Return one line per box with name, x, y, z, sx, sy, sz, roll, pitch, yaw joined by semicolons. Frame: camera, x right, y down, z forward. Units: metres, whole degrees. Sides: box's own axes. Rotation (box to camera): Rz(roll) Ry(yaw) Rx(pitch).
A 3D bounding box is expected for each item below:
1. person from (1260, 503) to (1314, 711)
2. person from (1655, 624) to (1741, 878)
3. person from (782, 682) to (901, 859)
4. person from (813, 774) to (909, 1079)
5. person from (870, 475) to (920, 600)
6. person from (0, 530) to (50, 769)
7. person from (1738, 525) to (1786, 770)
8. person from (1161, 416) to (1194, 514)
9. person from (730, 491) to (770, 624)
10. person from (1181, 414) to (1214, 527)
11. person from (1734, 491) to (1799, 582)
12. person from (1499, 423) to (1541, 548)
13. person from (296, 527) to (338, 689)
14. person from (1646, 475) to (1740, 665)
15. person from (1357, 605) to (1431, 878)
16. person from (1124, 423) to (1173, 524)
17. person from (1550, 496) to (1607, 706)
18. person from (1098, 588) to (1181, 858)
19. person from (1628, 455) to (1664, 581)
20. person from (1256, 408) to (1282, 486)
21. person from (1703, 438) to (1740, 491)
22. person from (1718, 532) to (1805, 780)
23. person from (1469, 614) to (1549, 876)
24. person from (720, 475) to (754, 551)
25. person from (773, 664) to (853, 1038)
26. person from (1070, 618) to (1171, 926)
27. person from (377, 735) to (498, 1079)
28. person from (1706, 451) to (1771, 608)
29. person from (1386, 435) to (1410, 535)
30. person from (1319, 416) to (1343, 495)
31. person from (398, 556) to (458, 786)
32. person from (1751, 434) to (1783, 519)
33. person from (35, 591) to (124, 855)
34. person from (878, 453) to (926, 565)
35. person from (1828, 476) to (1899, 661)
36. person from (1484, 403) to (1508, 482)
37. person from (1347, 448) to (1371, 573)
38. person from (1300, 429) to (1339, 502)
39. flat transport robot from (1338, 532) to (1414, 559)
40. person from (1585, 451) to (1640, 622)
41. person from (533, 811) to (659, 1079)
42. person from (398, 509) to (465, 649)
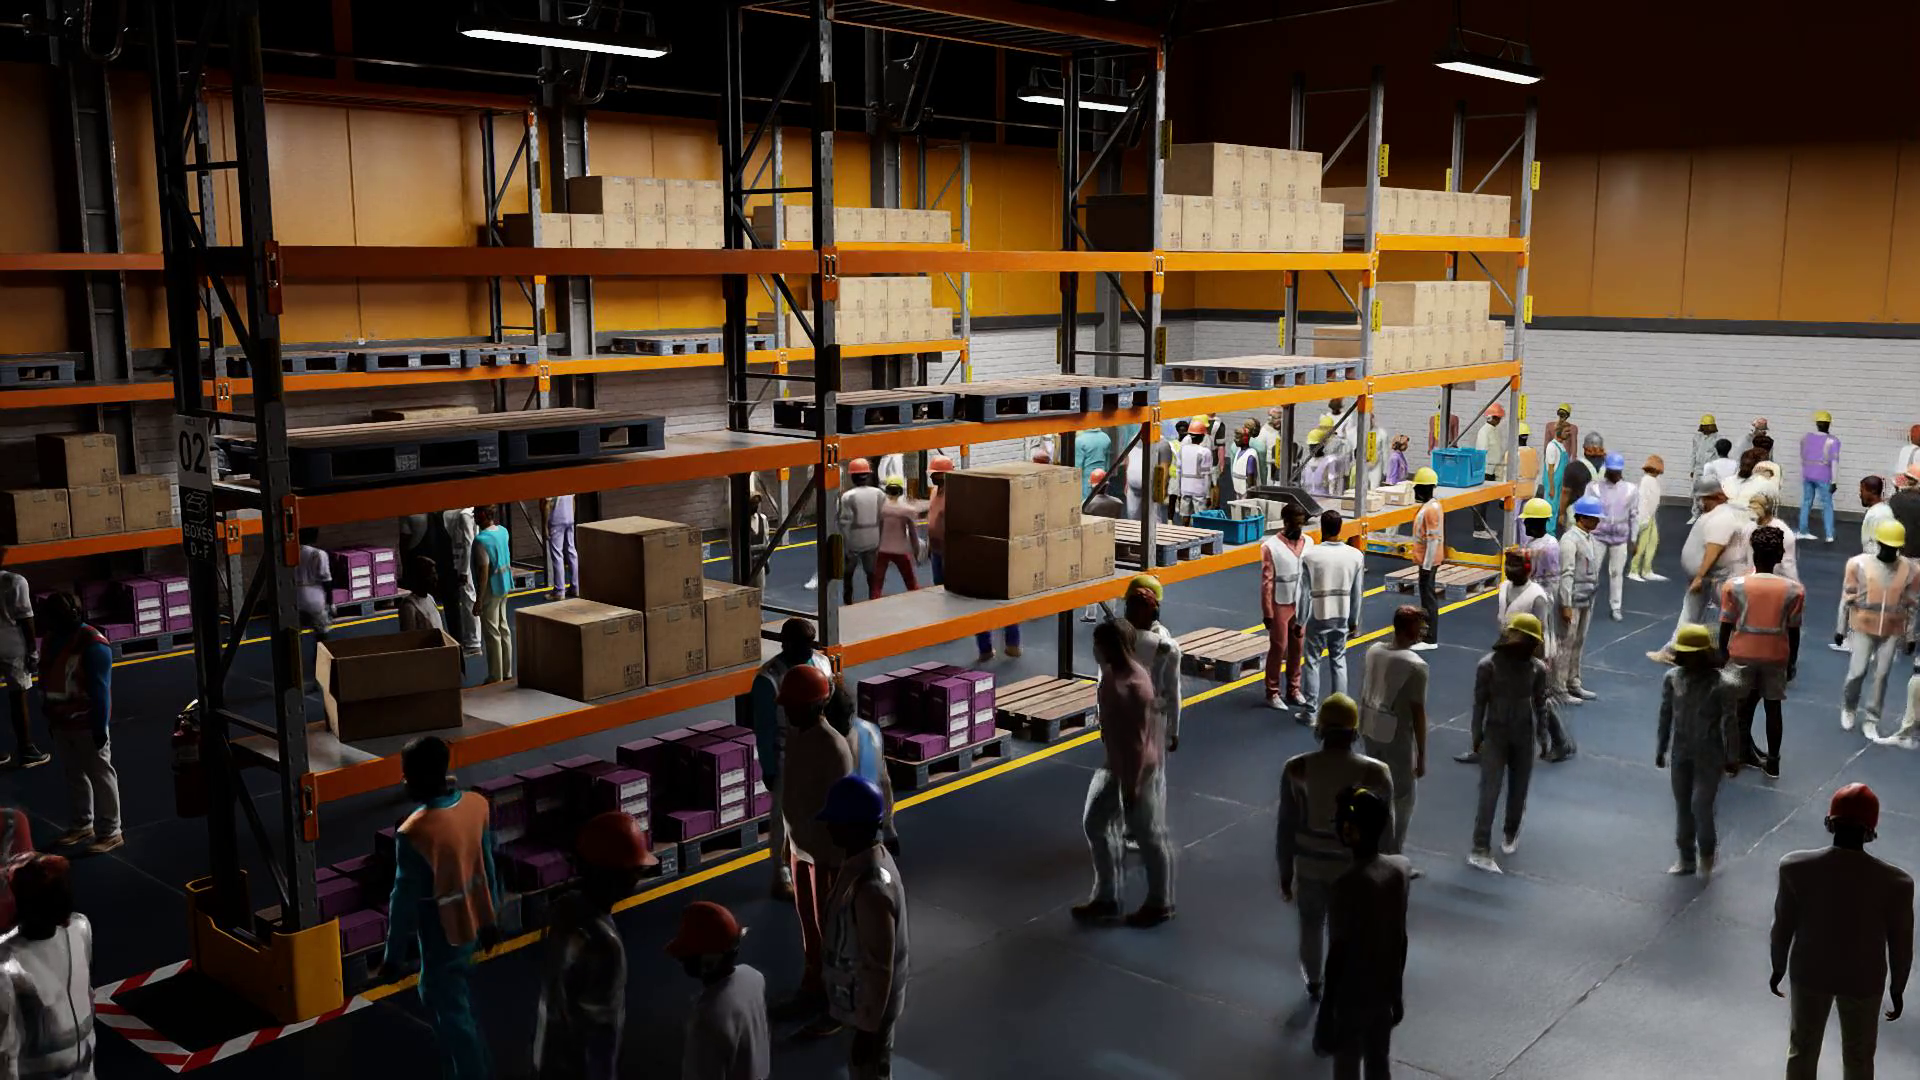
person;2.966;0.597;15.125;0.603;1.906;0.399;-6;11;-32
person;4.838;1.392;10.927;0.451;1.719;0.523;-8;12;-38
person;-0.603;1.665;9.102;0.667;1.807;0.567;-8;12;-40
person;-0.413;1.932;7.025;0.389;1.946;0.614;-1;10;-8
person;-0.666;0.141;18.429;0.711;1.724;0.496;0;10;-2
person;-7.678;0.869;13.317;0.607;1.967;0.367;0;10;1
person;6.455;0.852;13.416;0.367;1.966;0.606;5;11;27
person;3.464;-1.441;26.929;0.627;2.026;0.538;1;10;4
person;-2.251;0.277;17.862;0.522;1.632;0.314;-9;13;-44
person;3.447;-0.897;24.034;0.592;1.916;0.424;-7;12;-35
person;7.618;0.487;15.760;0.544;1.911;0.697;-2;10;-12
person;7.501;-0.614;22.333;0.593;1.915;0.392;-5;11;-26
person;-6.172;0.611;15.734;0.545;1.665;0.414;2;10;10
person;7.518;0.288;16.566;1.064;2.000;0.691;1;10;8
person;2.856;1.330;10.994;0.441;1.823;0.585;-4;10;-23
person;2.562;-0.785;22.970;0.694;2.000;0.537;7;12;37
person;5.687;0.550;15.312;0.414;1.940;0.606;8;13;41
person;1.212;1.254;11.290;0.577;1.877;0.352;3;10;20
person;8.768;-0.265;21.204;0.305;1.632;0.529;7;12;35
person;4.701;-1.040;24.940;0.656;1.893;0.399;-7;12;-37
person;10.348;-0.544;22.586;0.548;1.672;0.476;2;10;13
person;6.297;0.909;13.123;0.602;1.957;0.385;3;10;16
person;3.708;1.354;11.245;0.567;1.688;0.622;-1;10;-4
person;-2.754;-0.296;20.737;0.434;1.829;0.778;1;10;6
person;-0.779;1.620;8.790;0.408;1.985;0.620;-6;11;-31
person;0.962;1.427;10.149;0.766;1.900;0.767;-2;10;-12
person;-2.462;1.834;7.767;0.613;1.897;0.587;2;10;13
person;9.038;-0.097;19.349;0.772;1.878;0.608;-6;11;-30
person;6.196;-0.685;23.600;0.319;1.631;0.524;4;10;22
person;5.549;-1.013;25.236;0.484;1.738;0.320;0;10;-2
person;-4.083;1.032;12.706;0.345;1.846;0.508;0;10;-1
person;9.839;-0.317;20.449;0.606;1.957;0.388;-6;11;-32
person;-6.082;1.250;11.458;0.624;1.835;0.431;5;11;28
person;-0.853;-0.574;22.246;0.660;1.865;0.576;-4;10;-20
person;9.348;0.283;17.102;0.753;1.878;0.657;6;11;34
person;9.294;-1.567;28.916;0.572;1.629;0.512;-6;11;-34
person;5.232;-0.419;21.825;0.320;1.692;0.532;2;10;9
person;4.705;-0.523;21.899;0.588;1.878;0.993;7;12;38
flat transport robot;5.934;0.057;23.217;0.652;0.197;1.431;-9;13;-44
person;7.347;-0.042;18.819;0.610;1.946;0.404;2;10;12
person;-1.540;2.030;6.329;0.940;2.003;0.633;-4;10;-23
person;-5.427;0.196;17.114;0.682;2.000;0.535;-5;11;-29
